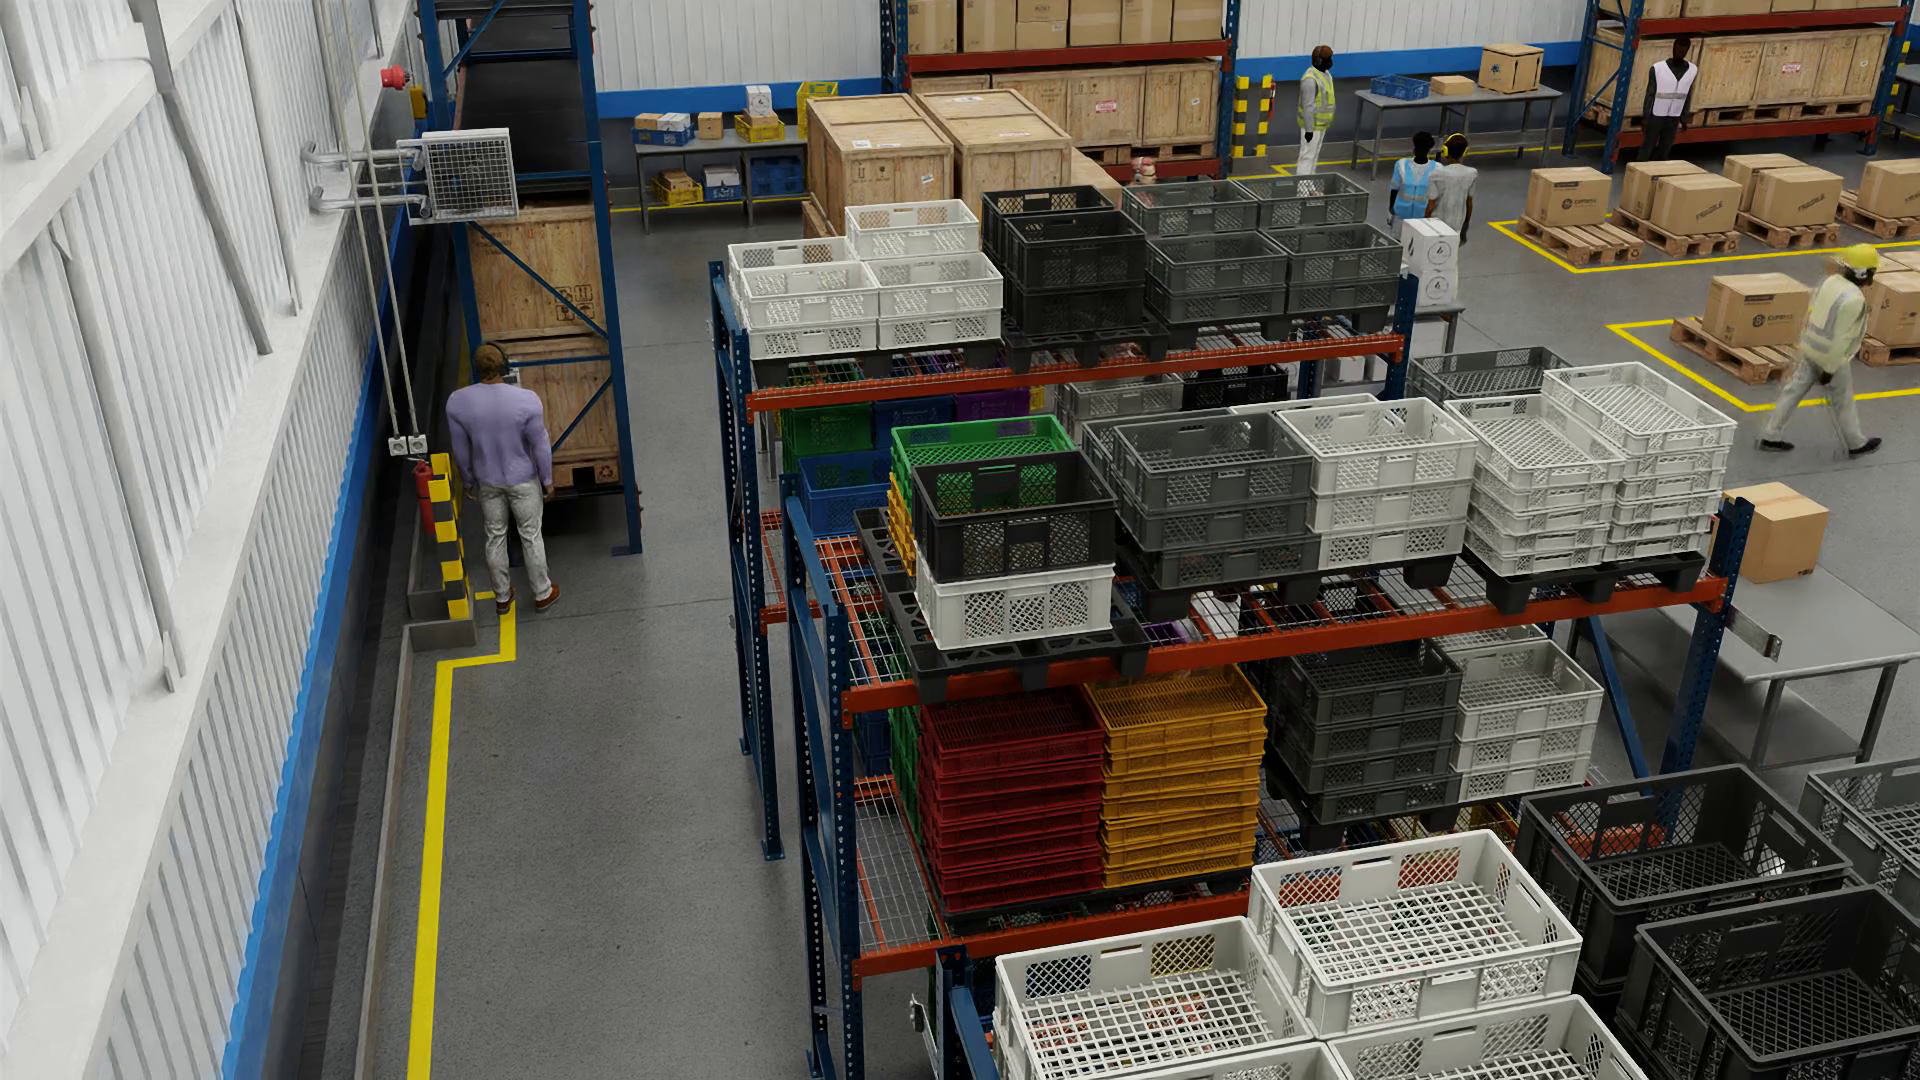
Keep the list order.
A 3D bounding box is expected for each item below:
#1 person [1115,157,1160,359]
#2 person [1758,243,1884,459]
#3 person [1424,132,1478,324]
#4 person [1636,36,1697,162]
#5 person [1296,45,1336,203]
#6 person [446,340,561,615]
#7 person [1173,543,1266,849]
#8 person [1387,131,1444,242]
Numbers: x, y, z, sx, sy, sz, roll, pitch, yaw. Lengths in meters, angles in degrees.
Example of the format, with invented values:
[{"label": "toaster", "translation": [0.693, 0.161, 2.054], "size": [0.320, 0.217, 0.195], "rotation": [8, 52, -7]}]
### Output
[{"label": "person", "translation": [1.603, -2.525, 15.066], "size": [0.399, 1.908, 0.643], "rotation": [5, 28, 9]}, {"label": "person", "translation": [7.009, -1.496, 13.233], "size": [0.934, 1.784, 0.592], "rotation": [0, 28, 0]}, {"label": "person", "translation": [4.644, -2.977, 15.962], "size": [0.514, 1.873, 0.329], "rotation": [-5, 28, -10]}, {"label": "person", "translation": [8.393, -5.035, 19.822], "size": [0.587, 1.914, 0.391], "rotation": [-4, 28, -7]}, {"label": "person", "translation": [4.203, -4.904, 19.650], "size": [0.429, 1.844, 0.626], "rotation": [13, 30, 23]}, {"label": "person", "translation": [-2.997, -0.403, 11.006], "size": [0.635, 1.939, 0.361], "rotation": [0, 28, -1]}, {"label": "person", "translation": [1.349, 0.840, 8.706], "size": [0.585, 1.881, 0.343], "rotation": [-18, 33, -31]}, {"label": "person", "translation": [4.546, -3.259, 16.686], "size": [0.533, 1.692, 0.319], "rotation": [9, 29, 17]}]
